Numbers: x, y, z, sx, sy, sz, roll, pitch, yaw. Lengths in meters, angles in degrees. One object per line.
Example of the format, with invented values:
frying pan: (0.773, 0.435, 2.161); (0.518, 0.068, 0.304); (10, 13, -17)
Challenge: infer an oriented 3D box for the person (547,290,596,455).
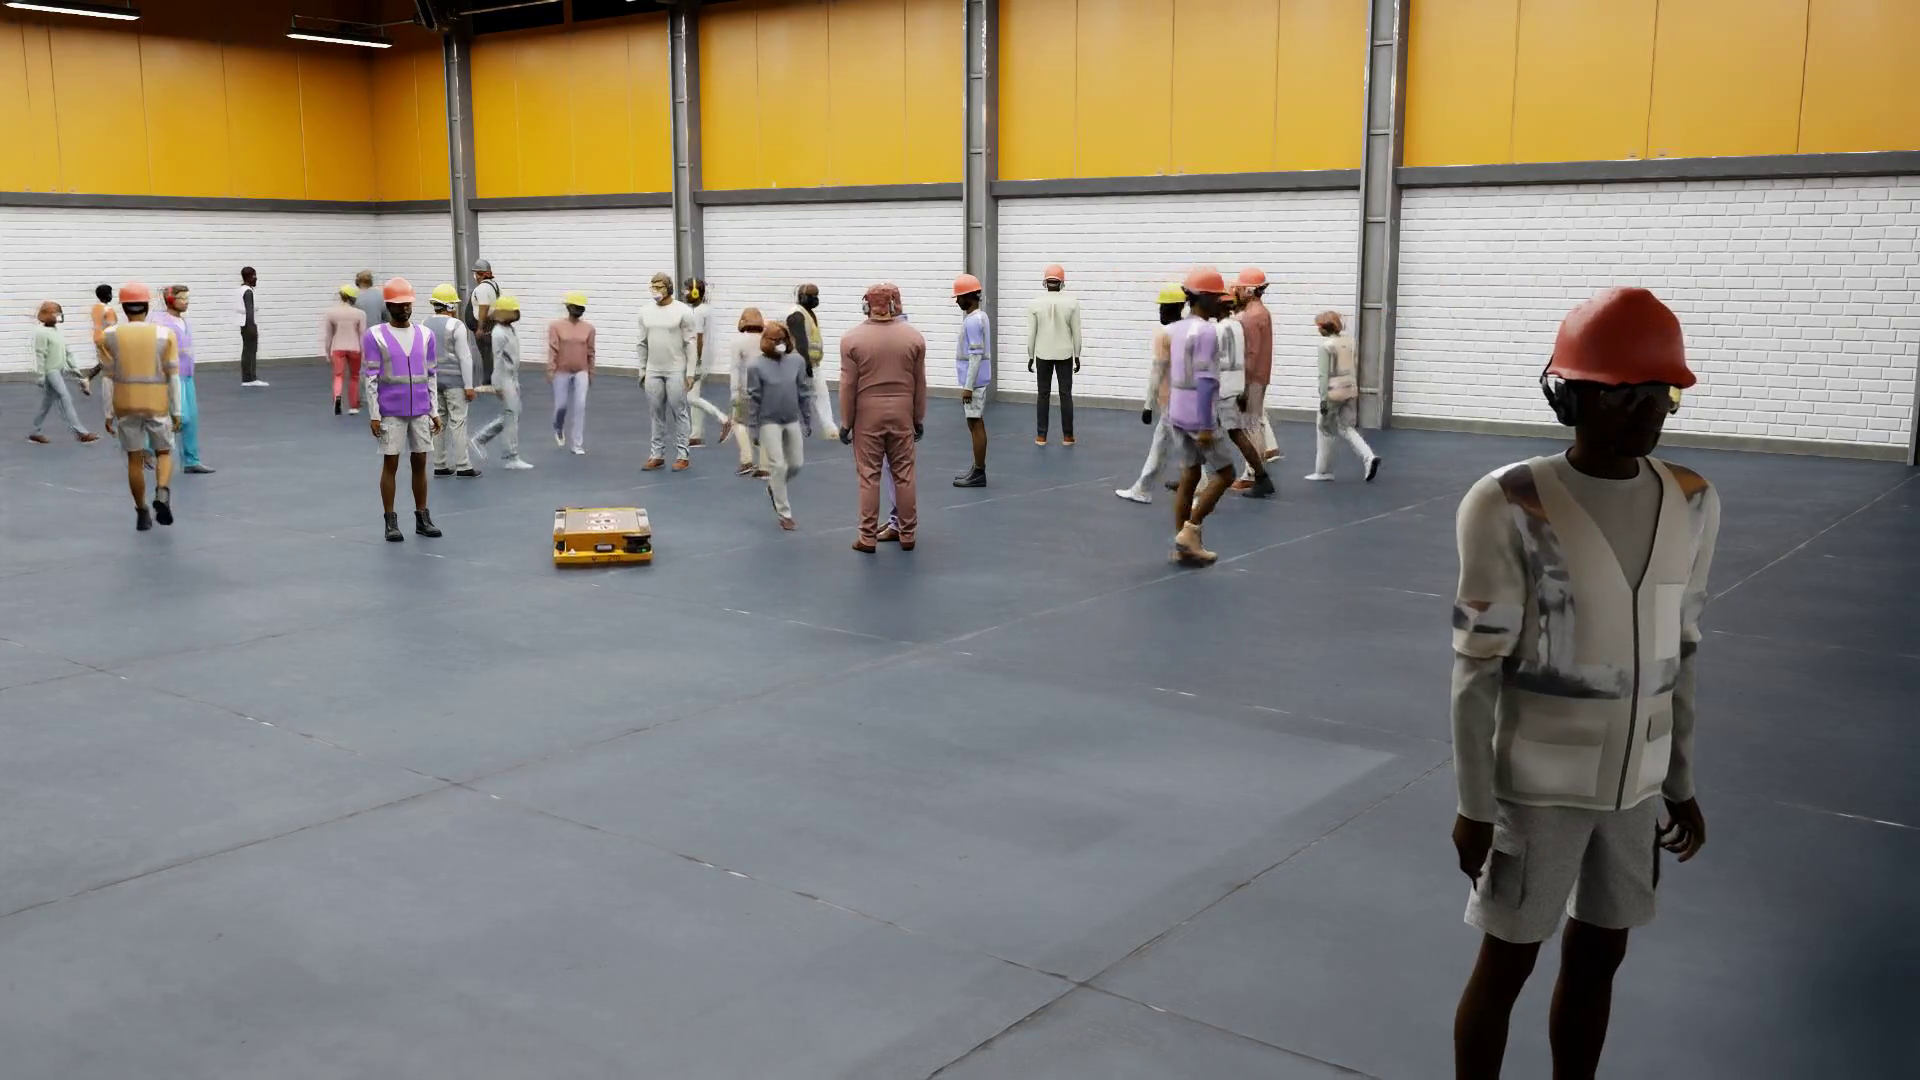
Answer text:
person: (-4.146, -1.789, 17.684); (0.546, 1.739, 0.628); (-5, 11, -27)

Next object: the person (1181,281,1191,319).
person: (2.822, -2.203, 19.893); (0.843, 1.822, 0.515); (8, 12, 38)

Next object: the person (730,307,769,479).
person: (-1.953, -1.379, 15.667); (0.533, 1.607, 0.450); (-7, 12, -35)

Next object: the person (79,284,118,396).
person: (-12.549, -2.907, 24.360); (0.538, 1.680, 0.641); (6, 11, 30)

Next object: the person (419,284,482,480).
person: (-4.797, -1.480, 15.625); (0.586, 1.833, 0.403); (4, 11, 24)

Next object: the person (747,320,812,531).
person: (-1.423, -0.892, 12.828); (0.545, 1.609, 0.536); (-6, 11, -32)

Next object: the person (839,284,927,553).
person: (-0.555, -0.855, 11.793); (0.639, 1.903, 0.407); (-3, 10, -17)

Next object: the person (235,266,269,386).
person: (-11.426, -3.426, 26.713); (0.378, 1.916, 0.596); (-6, 12, -32)

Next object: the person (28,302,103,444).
person: (-10.044, -1.852, 18.498); (0.860, 1.587, 0.501); (-1, 10, -6)

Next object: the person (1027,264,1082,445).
person: (1.042, -2.039, 18.402); (0.611, 1.996, 0.378); (1, 10, 5)

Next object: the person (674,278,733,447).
person: (-2.817, -1.924, 18.136); (0.575, 1.855, 0.548); (-2, 10, -9)

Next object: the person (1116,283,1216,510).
person: (1.738, -1.186, 13.791); (0.980, 1.871, 0.604); (7, 12, 34)

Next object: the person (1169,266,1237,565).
person: (1.630, -0.824, 11.230); (0.430, 2.028, 0.652); (-2, 10, -13)

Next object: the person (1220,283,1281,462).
person: (2.872, -1.701, 16.973); (0.994, 1.823, 0.555); (8, 13, 39)

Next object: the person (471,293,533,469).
person: (-4.542, -1.560, 16.388); (0.554, 1.730, 0.493); (0, 10, 0)

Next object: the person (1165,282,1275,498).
person: (2.322, -1.307, 14.502); (1.033, 1.882, 0.563); (5, 11, 26)

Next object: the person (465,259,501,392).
person: (-7.368, -3.311, 25.680); (0.536, 2.000, 0.676); (0, 10, 2)

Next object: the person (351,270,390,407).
person: (-8.090, -2.721, 22.690); (0.647, 1.879, 1.035); (-7, 12, -36)

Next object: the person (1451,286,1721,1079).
person: (1.317, 0.499, 3.490); (0.610, 2.042, 0.396); (-3, 10, -17)

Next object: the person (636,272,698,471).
person: (-2.859, -1.633, 16.207); (0.635, 1.937, 0.352); (3, 10, 18)

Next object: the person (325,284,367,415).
person: (-7.998, -2.470, 21.686); (0.554, 1.725, 0.746); (-2, 10, -12)

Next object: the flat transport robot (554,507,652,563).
flat transport robot: (-2.552, -0.052, 11.855); (0.652, 0.197, 1.431); (-2, 10, -12)

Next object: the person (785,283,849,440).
person: (-1.808, -2.017, 18.902); (0.979, 1.794, 0.612); (3, 10, 18)

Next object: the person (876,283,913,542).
person: (-0.521, -0.940, 12.290); (0.406, 1.902, 0.636); (0, 10, 2)

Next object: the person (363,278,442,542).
person: (-4.105, -0.963, 12.309); (0.546, 1.938, 0.360); (-8, 13, -40)

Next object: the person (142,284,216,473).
person: (-7.525, -1.528, 15.903); (0.567, 1.831, 0.591); (0, 10, 0)

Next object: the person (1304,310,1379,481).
person: (3.516, -1.308, 15.280); (0.547, 1.604, 0.693); (-9, 13, -42)

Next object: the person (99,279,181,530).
person: (-6.217, -1.009, 12.647); (0.551, 1.924, 0.534); (-4, 11, -23)

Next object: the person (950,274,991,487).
person: (0.095, -1.440, 15.115); (0.370, 1.928, 0.543); (1, 10, 6)

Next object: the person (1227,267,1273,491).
person: (2.598, -1.433, 14.878); (0.381, 1.994, 0.622); (3, 10, 19)
